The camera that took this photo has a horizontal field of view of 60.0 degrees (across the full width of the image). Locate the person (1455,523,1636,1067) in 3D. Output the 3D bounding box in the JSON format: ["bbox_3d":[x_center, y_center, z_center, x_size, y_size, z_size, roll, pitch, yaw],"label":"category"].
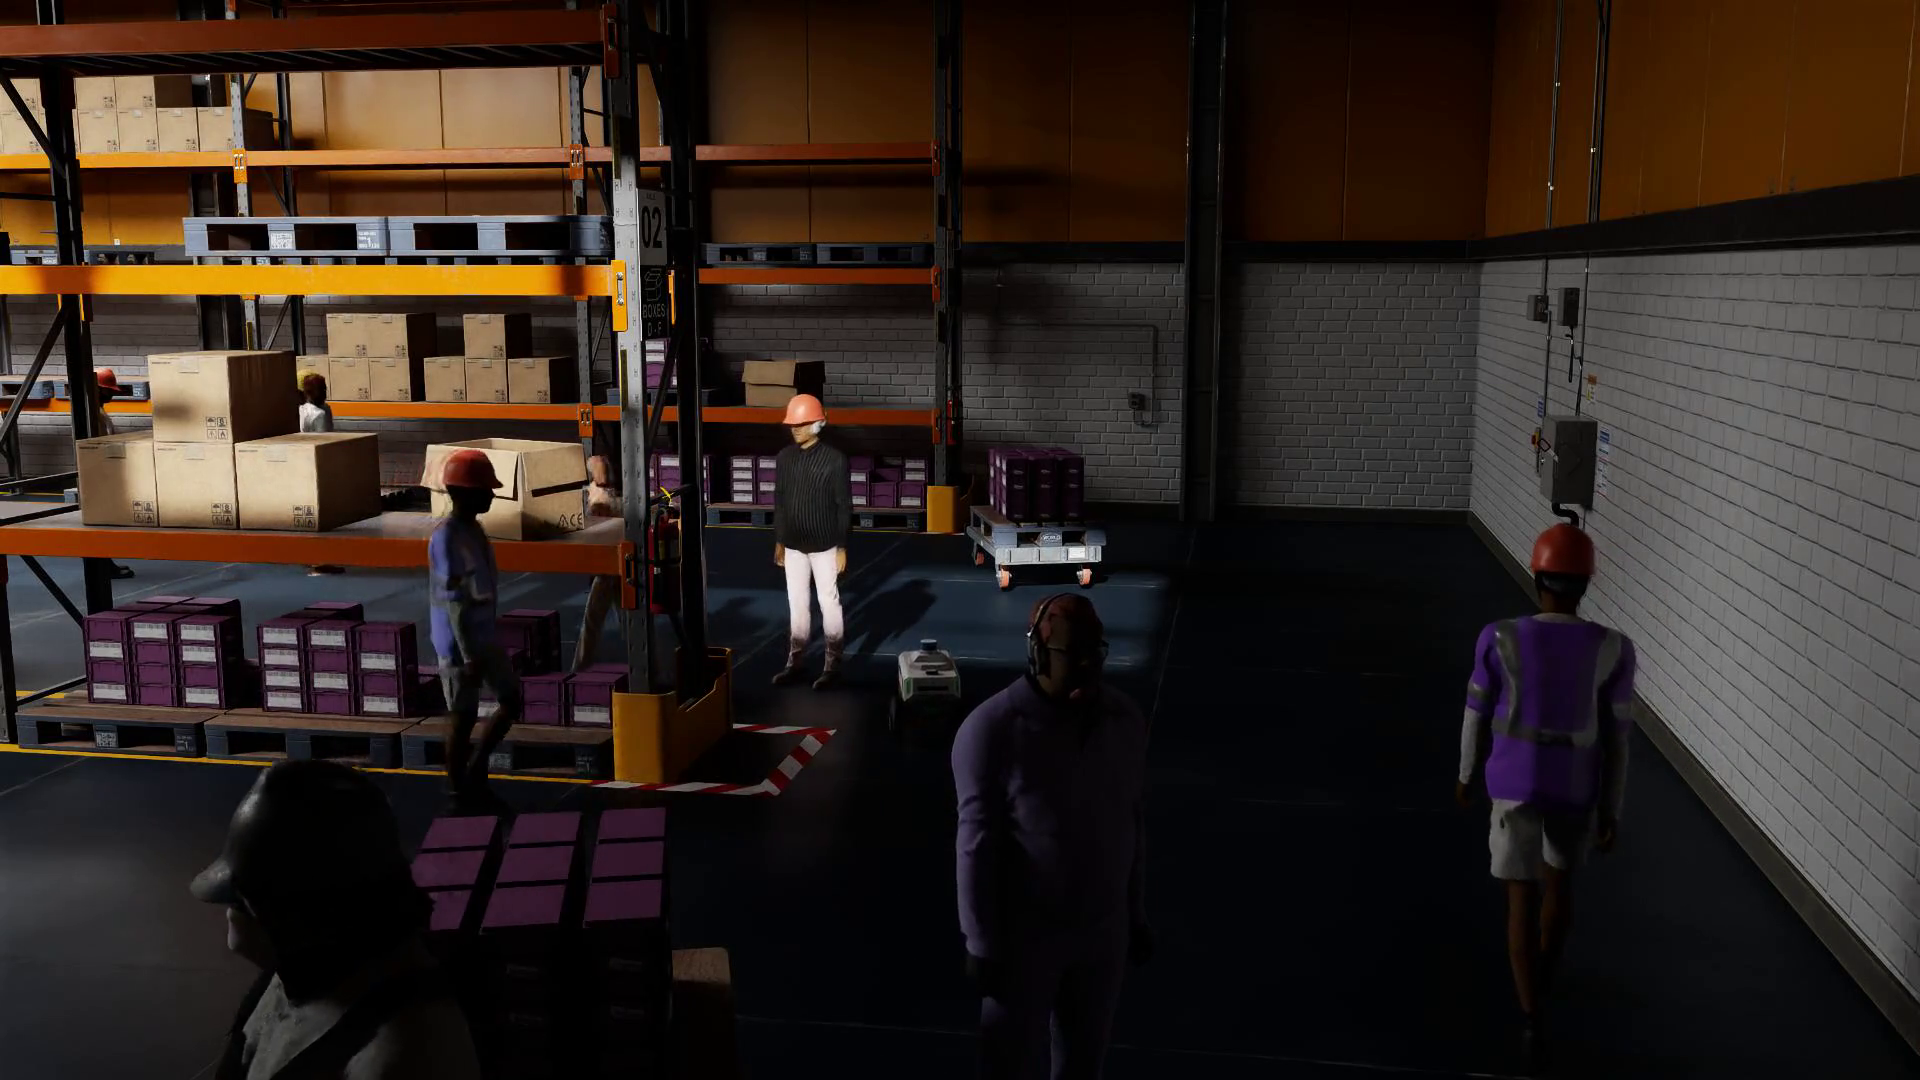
[{"bbox_3d":[2.132,0.874,6.120,0.571,1.884,0.971,2,9,12],"label":"person"}]

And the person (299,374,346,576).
[{"bbox_3d":[-5.910,-0.593,15.339,0.413,1.857,0.635,-8,12,-39],"label":"person"}]

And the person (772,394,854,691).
[{"bbox_3d":[-1.009,0.015,11.141,0.622,1.990,0.402,6,11,31],"label":"person"}]

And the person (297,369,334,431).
[{"bbox_3d":[-6.199,-0.687,15.795,0.604,1.889,0.638,7,11,37],"label":"person"}]

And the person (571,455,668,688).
[{"bbox_3d":[-2.313,0.238,11.008,0.765,1.596,0.530,0,9,-3],"label":"person"}]

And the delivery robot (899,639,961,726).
[{"bbox_3d":[-0.190,0.848,10.130,0.477,0.478,0.707,-1,9,-5],"label":"delivery robot"}]

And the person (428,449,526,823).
[{"bbox_3d":[-2.434,0.506,8.320,0.433,1.919,0.563,1,9,8],"label":"person"}]

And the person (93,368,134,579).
[{"bbox_3d":[-7.819,-0.608,15.207,0.371,1.928,0.543,-5,11,-30],"label":"person"}]

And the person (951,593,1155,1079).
[{"bbox_3d":[0.291,1.091,4.728,0.636,1.911,0.405,-6,11,-31],"label":"person"}]
